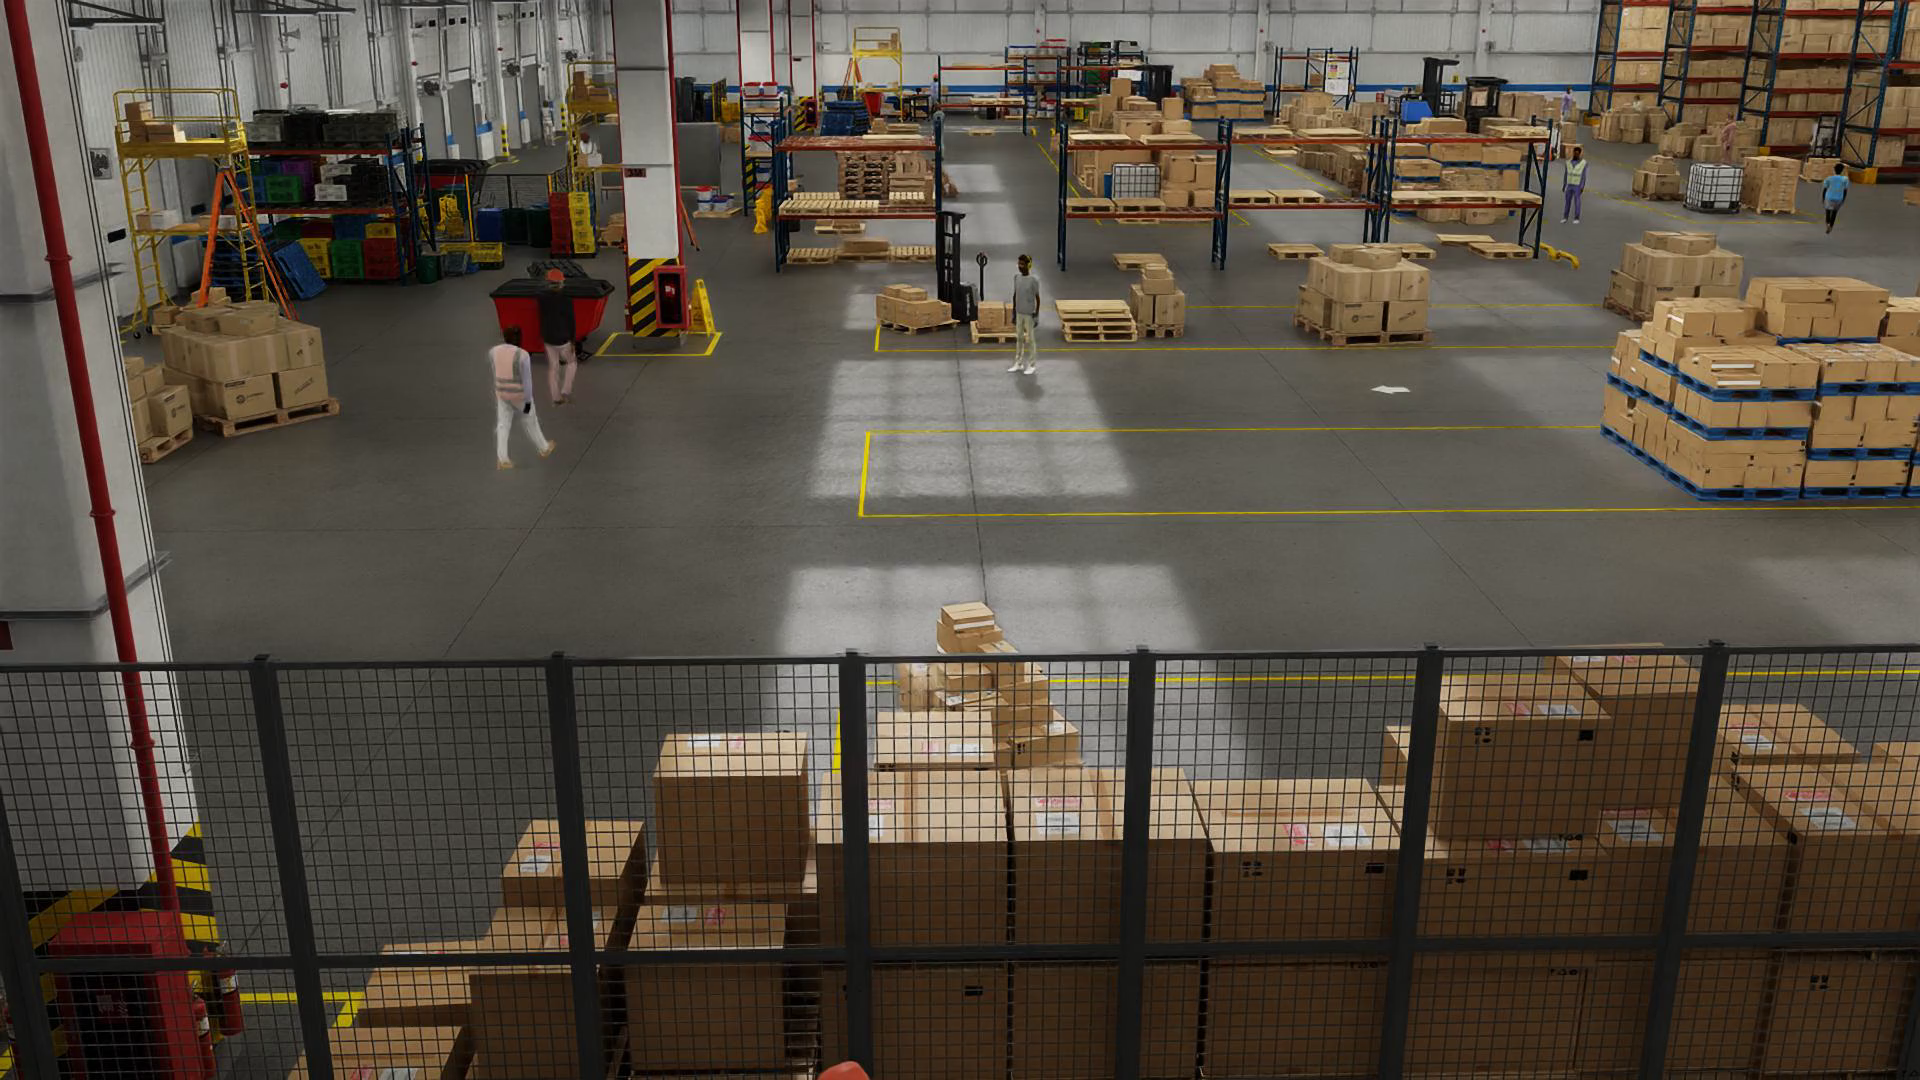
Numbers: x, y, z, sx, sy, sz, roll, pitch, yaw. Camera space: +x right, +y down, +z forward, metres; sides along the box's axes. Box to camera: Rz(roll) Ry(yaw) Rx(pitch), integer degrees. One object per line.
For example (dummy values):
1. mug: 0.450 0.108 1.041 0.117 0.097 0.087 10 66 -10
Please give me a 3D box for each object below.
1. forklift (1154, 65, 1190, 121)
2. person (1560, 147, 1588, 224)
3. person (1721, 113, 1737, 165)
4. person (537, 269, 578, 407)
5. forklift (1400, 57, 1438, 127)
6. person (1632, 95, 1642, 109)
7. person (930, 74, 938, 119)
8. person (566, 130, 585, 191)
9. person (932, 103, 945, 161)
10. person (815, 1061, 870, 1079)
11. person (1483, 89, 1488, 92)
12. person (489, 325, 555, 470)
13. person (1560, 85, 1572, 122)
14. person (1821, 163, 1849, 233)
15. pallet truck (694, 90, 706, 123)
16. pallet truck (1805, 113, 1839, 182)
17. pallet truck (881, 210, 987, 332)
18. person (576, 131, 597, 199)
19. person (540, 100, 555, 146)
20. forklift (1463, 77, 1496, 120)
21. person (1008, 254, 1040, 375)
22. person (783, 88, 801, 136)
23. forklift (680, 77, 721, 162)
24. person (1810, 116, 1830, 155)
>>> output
1. forklift: 7.665 -16.455 62.686 1.873 2.768 1.129 11 22 30
2. person: 15.465 -8.926 41.858 0.388 1.908 0.584 -16 25 -40
3. person: 24.206 -12.513 52.504 0.405 1.903 0.636 4 19 12
4. person: -5.748 -2.888 23.834 0.622 1.979 0.464 6 19 16
5. forklift: 19.347 -18.501 68.755 1.873 2.768 1.129 -1 19 -1
6. person: 26.574 -16.668 65.315 0.876 1.592 0.536 -2 19 -7
7. person: -1.076 -19.444 73.022 0.378 1.928 0.542 -9 21 -25
8. person: -10.873 -10.665 47.105 0.513 1.845 0.334 -5 19 -15
9. person: -0.743 -13.786 56.219 0.371 1.941 0.627 10 21 28
10. person: -0.467 2.937 6.616 0.547 1.934 0.375 10 21 27
11. person: 19.804 -16.032 62.831 0.641 1.964 0.797 17 25 41
12. person: -5.571 -1.832 20.980 0.624 1.791 0.954 7 20 19
13. person: 23.798 -16.852 65.315 0.366 1.938 0.630 17 25 41
14. person: 21.183 -8.275 40.281 0.534 1.670 0.782 7 20 19
15. pallet truck: -9.671 -15.907 62.421 0.823 1.965 1.885 5 19 15
16. pallet truck: 26.403 -11.957 50.702 0.823 1.965 1.885 6 19 16
17. pallet truck: -0.493 -4.759 29.349 1.885 1.965 0.823 -13 23 -34
18. person: -10.401 -10.456 46.467 0.579 1.851 0.855 -3 19 -9
19. person: -15.265 -15.413 61.514 0.515 1.636 0.314 1 19 2
20. forklift: 17.208 -13.983 55.353 1.129 2.768 1.873 -1 19 -2
21. person: 1.009 -3.504 25.821 0.521 1.873 0.334 15 24 38
22. person: -6.577 -16.735 65.081 0.617 1.883 1.077 -7 20 -19
23. forklift: -8.944 -13.866 55.007 1.873 2.768 1.129 -1 19 -1
24. person: 26.874 -12.428 52.185 0.653 1.938 0.643 -5 19 -16
